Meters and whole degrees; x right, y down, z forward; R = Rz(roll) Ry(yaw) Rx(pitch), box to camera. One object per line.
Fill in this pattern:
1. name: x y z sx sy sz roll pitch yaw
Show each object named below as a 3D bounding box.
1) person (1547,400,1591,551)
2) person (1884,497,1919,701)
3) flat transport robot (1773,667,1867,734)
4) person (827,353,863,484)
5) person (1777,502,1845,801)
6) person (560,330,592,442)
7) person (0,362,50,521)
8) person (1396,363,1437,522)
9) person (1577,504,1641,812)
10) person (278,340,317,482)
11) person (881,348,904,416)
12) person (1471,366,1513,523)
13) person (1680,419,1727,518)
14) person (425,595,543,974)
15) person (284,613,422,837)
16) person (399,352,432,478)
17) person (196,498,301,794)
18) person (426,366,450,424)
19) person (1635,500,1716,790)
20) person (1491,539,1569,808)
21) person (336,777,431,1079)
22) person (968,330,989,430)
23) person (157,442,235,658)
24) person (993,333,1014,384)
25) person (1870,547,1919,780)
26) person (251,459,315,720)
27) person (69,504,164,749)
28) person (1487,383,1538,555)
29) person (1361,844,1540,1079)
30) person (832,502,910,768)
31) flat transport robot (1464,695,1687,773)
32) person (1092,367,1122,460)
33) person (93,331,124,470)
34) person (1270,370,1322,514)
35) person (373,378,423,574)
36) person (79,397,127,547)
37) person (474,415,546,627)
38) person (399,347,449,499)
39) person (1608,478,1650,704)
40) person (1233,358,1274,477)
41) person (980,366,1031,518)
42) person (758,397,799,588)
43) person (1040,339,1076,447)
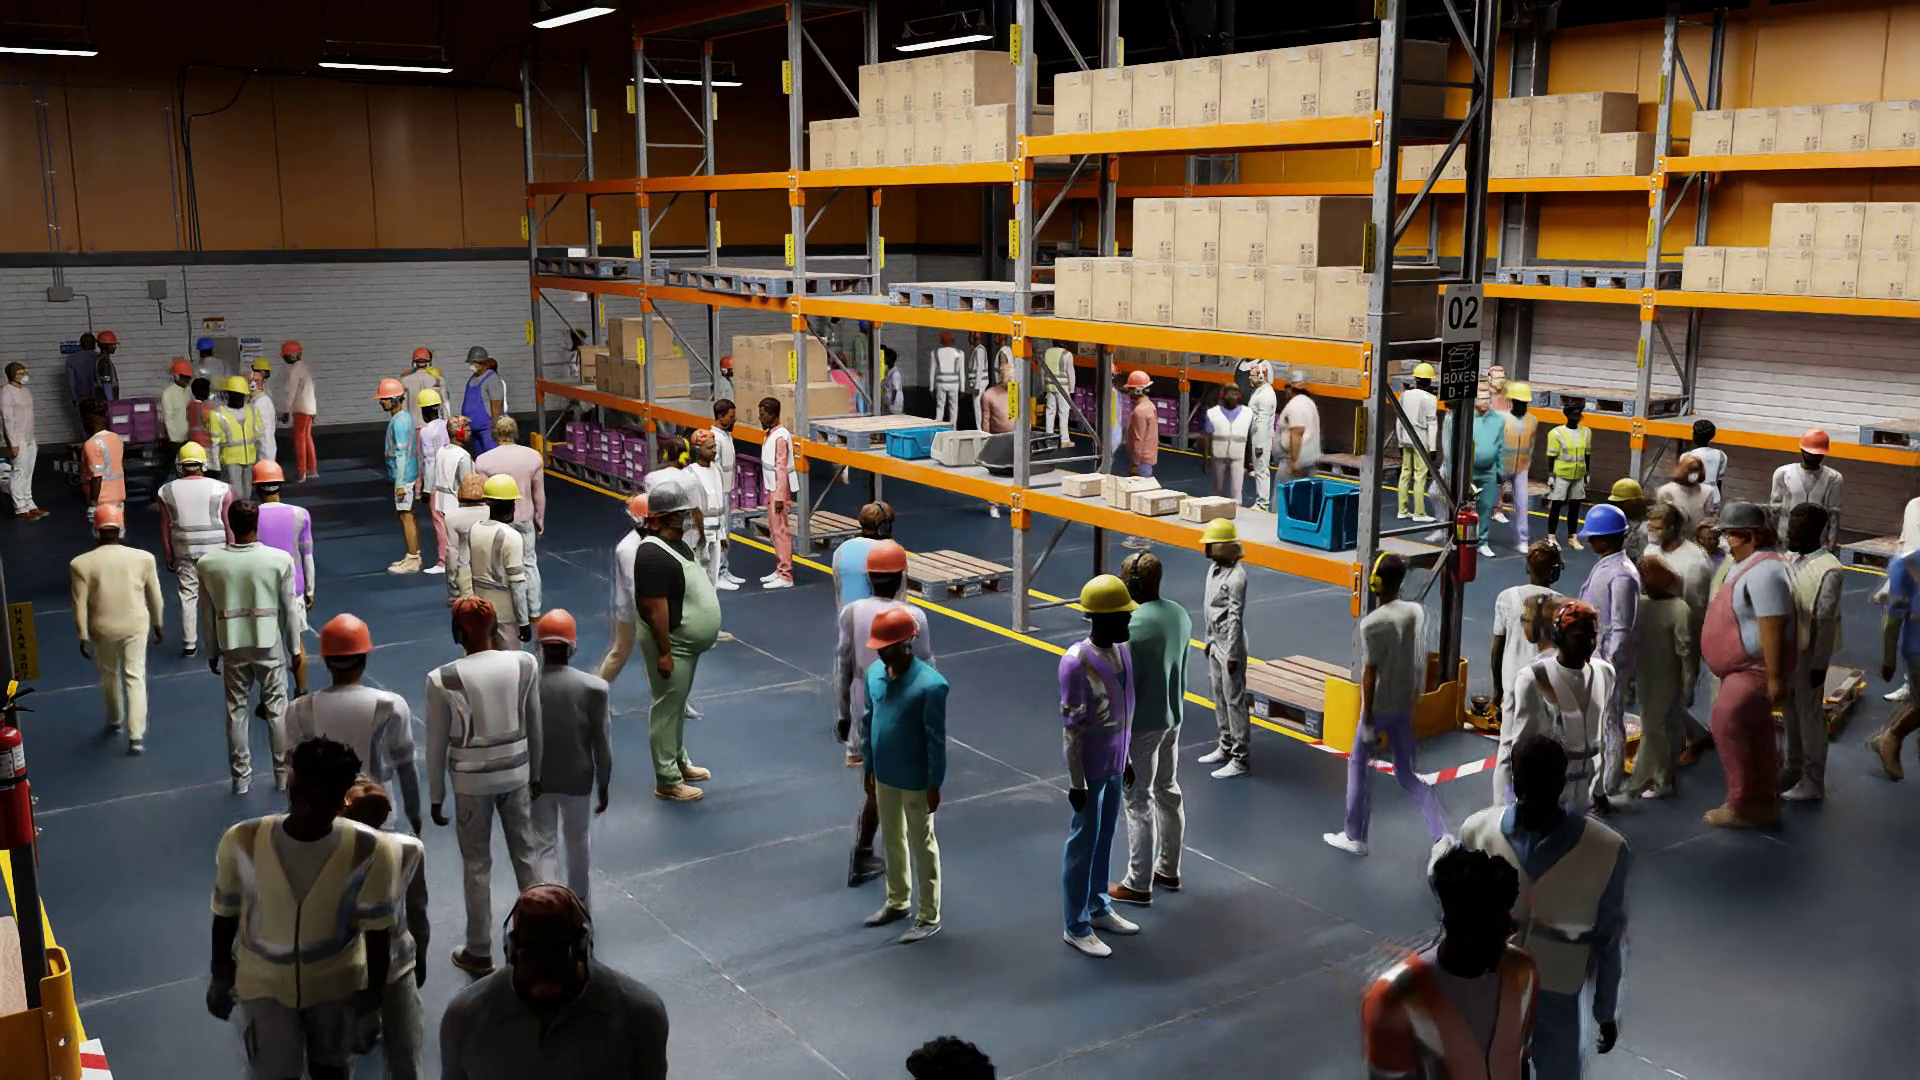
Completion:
1. person: 6.715 -0.707 18.382 0.538 1.686 0.322 -2 11 -12
2. person: 7.288 0.340 12.500 0.400 1.895 0.652 -3 12 -17
3. flat transport robot: 6.338 1.146 12.527 0.652 0.197 1.431 9 14 37
4. person: -1.716 -1.722 23.305 0.633 1.788 0.944 -6 13 -28
5. person: 5.394 0.699 10.611 0.383 1.912 0.586 0 11 1
6. person: -5.976 -2.359 26.255 0.875 1.904 0.603 -9 14 -40
7. person: -11.445 -1.207 20.290 0.372 1.940 0.630 -2 11 -9
8. person: 5.558 -1.179 20.180 0.388 1.926 0.590 -6 13 -30
9. person: 4.014 0.731 10.379 0.403 1.937 0.604 2 11 10
10. person: -9.253 -1.806 23.285 0.453 1.983 0.628 -2 11 -11
11. person: -1.083 -2.101 25.515 0.434 1.677 0.546 -4 12 -18
12. person: 6.425 -1.143 20.046 0.643 1.909 0.410 -2 11 -10
13. person: 7.343 -0.353 16.537 0.530 1.697 0.321 -3 12 -17
14. person: -2.327 1.194 8.199 0.591 1.872 0.372 -8 14 -35
15. person: -2.811 1.281 7.730 0.566 1.879 1.005 -2 11 -12
16. person: -7.513 -1.727 23.212 0.607 1.859 0.930 -6 12 -27
17. person: -4.539 0.686 10.675 0.587 1.913 0.397 -3 11 -13
18. person: -6.884 -1.417 21.899 0.321 1.738 0.486 4 12 18
19. person: 4.667 0.673 10.742 0.621 1.909 0.642 -2 11 -11
20. person: 3.355 0.903 9.733 0.325 1.843 0.516 -11 15 -44
21. person: -2.303 1.671 6.438 0.518 1.593 0.858 -7 13 -31
22. person: 0.283 -2.542 27.294 0.368 1.878 0.584 -1 11 -4
23. person: -6.389 0.086 13.987 0.591 1.824 0.404 -3 12 -16
24. person: 0.743 -2.570 27.548 0.398 1.834 0.564 1 11 6
25. person: 6.125 0.674 10.534 0.673 2.006 0.960 -1 11 -5
26. person: -5.057 0.364 12.300 0.548 1.925 0.392 -8 13 -35
27. person: -5.906 0.593 11.691 0.575 1.702 0.920 -6 13 -30
28. person: 6.097 -0.829 18.505 0.585 1.888 0.957 -2 11 -9
29. person: 1.423 1.797 4.879 0.634 1.950 0.490 -4 12 -21
30. person: -0.561 0.654 11.050 0.631 1.836 0.429 10 15 42
31. flat transport robot: 4.331 1.313 11.676 0.652 0.197 1.431 -7 13 -33
32. person: 1.705 -1.219 20.547 0.612 1.890 0.581 1 11 3
33. person: -12.416 -2.038 24.309 0.406 2.034 0.611 -7 13 -30
34. person: 3.743 -0.951 18.718 0.835 2.000 0.724 8 13 35
35. person: -5.821 -0.660 17.258 0.405 2.035 0.606 -3 11 -14
36. person: -8.282 -0.399 16.084 0.367 1.966 0.607 -1 11 -6
37. person: -4.014 -0.153 14.896 0.635 1.937 0.352 -8 14 -35
38. person: -7.029 -1.533 21.854 0.617 1.986 0.411 -3 11 -15
39. person: 5.021 0.391 12.641 0.307 1.740 0.492 -3 11 -14
40. person: 4.127 -1.934 23.751 0.536 2.000 0.683 -7 13 -32
41. person: 0.567 -1.196 20.402 0.644 1.887 0.431 -4 12 -19
42. person: -1.825 -0.481 16.666 0.402 1.908 0.598 -3 12 -16
43. person: 1.593 -2.407 26.671 0.633 1.846 0.429 8 14 37
